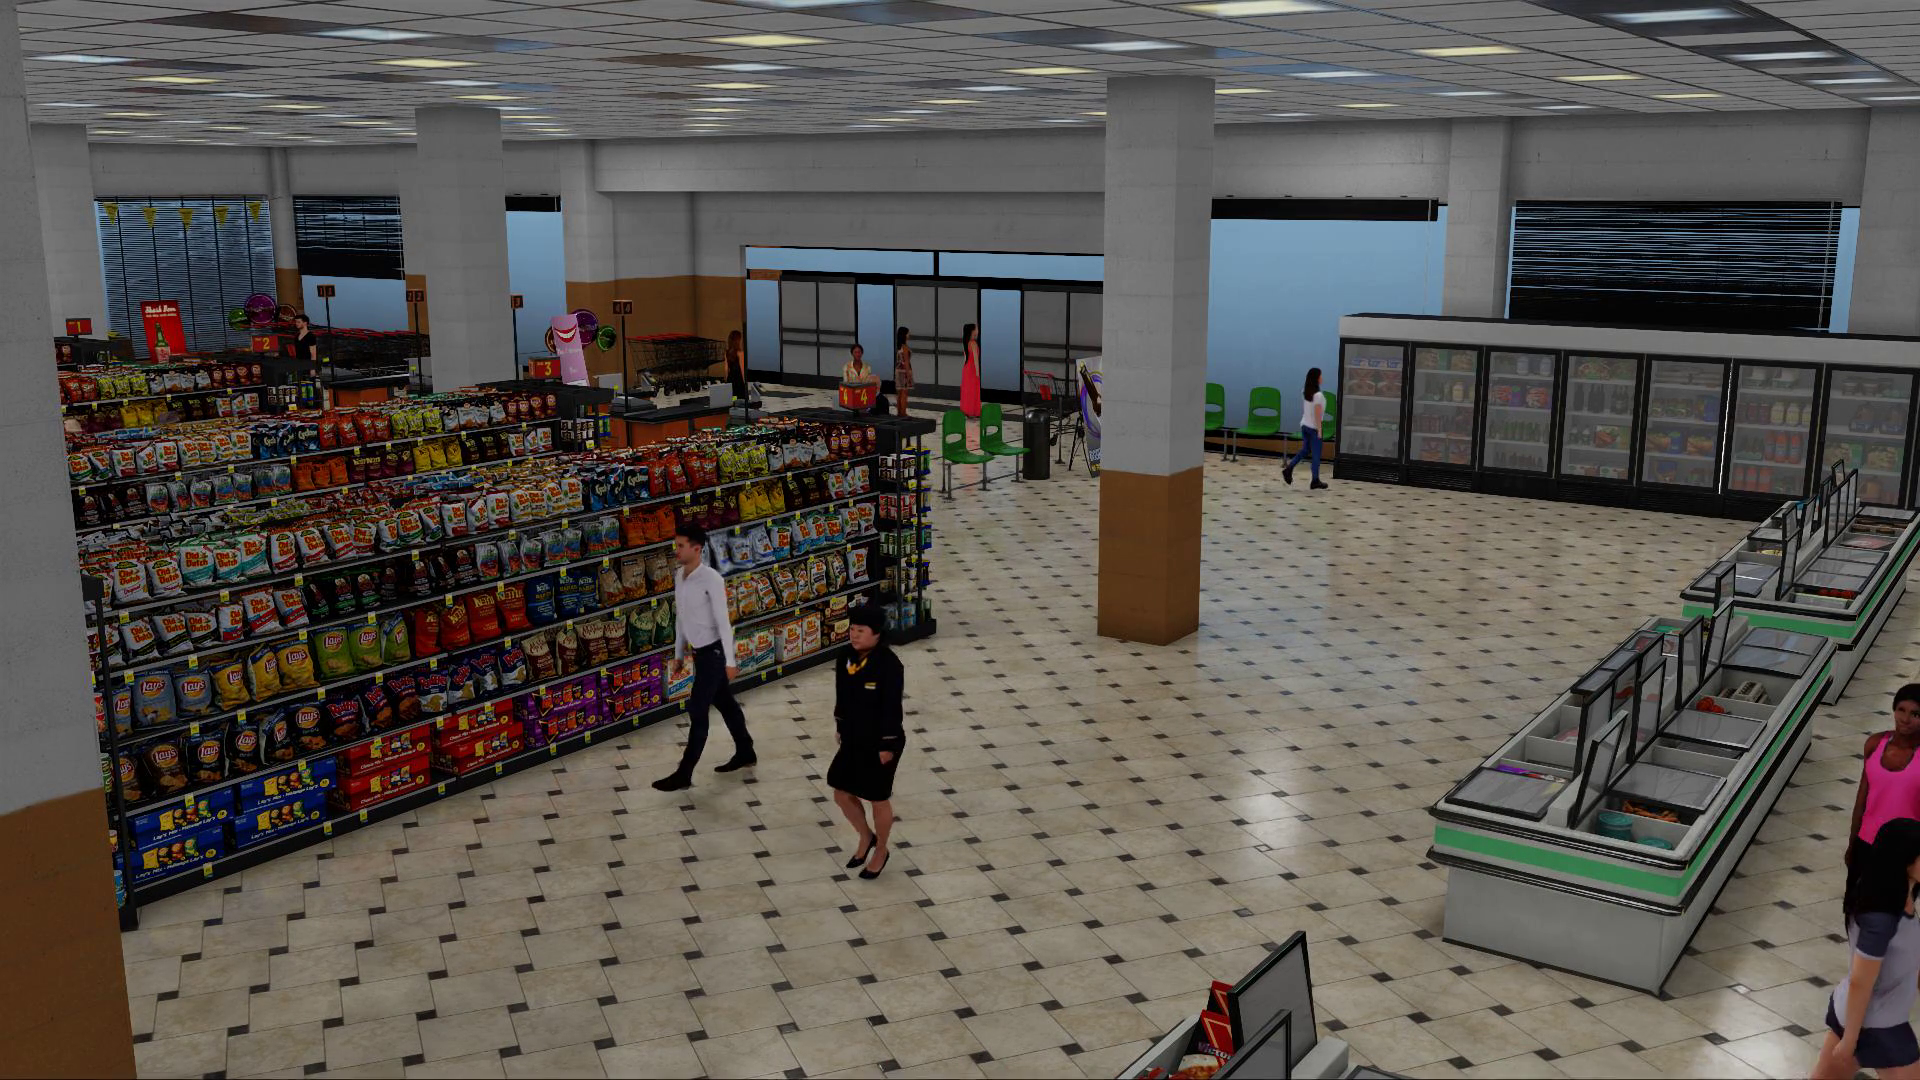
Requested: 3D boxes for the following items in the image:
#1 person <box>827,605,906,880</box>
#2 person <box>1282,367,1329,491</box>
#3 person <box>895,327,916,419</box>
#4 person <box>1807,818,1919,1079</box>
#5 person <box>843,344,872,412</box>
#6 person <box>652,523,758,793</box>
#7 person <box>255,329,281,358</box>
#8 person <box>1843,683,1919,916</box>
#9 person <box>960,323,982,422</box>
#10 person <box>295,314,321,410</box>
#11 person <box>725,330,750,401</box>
[{"bbox_3d":[-0.480,1.183,9.873,0.752,1.666,0.695,11,16,41],"label":"person"},{"bbox_3d":[4.692,-1.482,22.523,1.005,1.670,0.890,-4,13,-20],"label":"person"},{"bbox_3d":[-1.013,-2.995,29.766,0.734,1.645,0.723,-4,13,-20],"label":"person"},{"bbox_3d":[3.505,1.887,6.564,0.719,1.653,1.070,7,14,29],"label":"person"},{"bbox_3d":[-1.538,-2.039,24.868,0.664,1.792,0.746,-3,12,-16],"label":"person"},{"bbox_3d":[-1.657,0.783,11.415,1.195,1.813,0.848,-9,15,-36],"label":"person"},{"bbox_3d":[-11.881,-2.745,28.476,0.671,1.687,0.698,2,12,9],"label":"person"},{"bbox_3d":[4.641,1.511,8.212,0.830,1.709,0.682,-9,15,-38],"label":"person"},{"bbox_3d":[0.201,-2.980,29.500,0.728,1.726,0.711,-6,13,-25],"label":"person"},{"bbox_3d":[-11.504,-3.025,29.299,0.655,1.896,0.548,8,14,34],"label":"person"},{"bbox_3d":[-3.596,-2.443,26.684,0.567,1.836,0.507,8,14,34],"label":"person"}]
